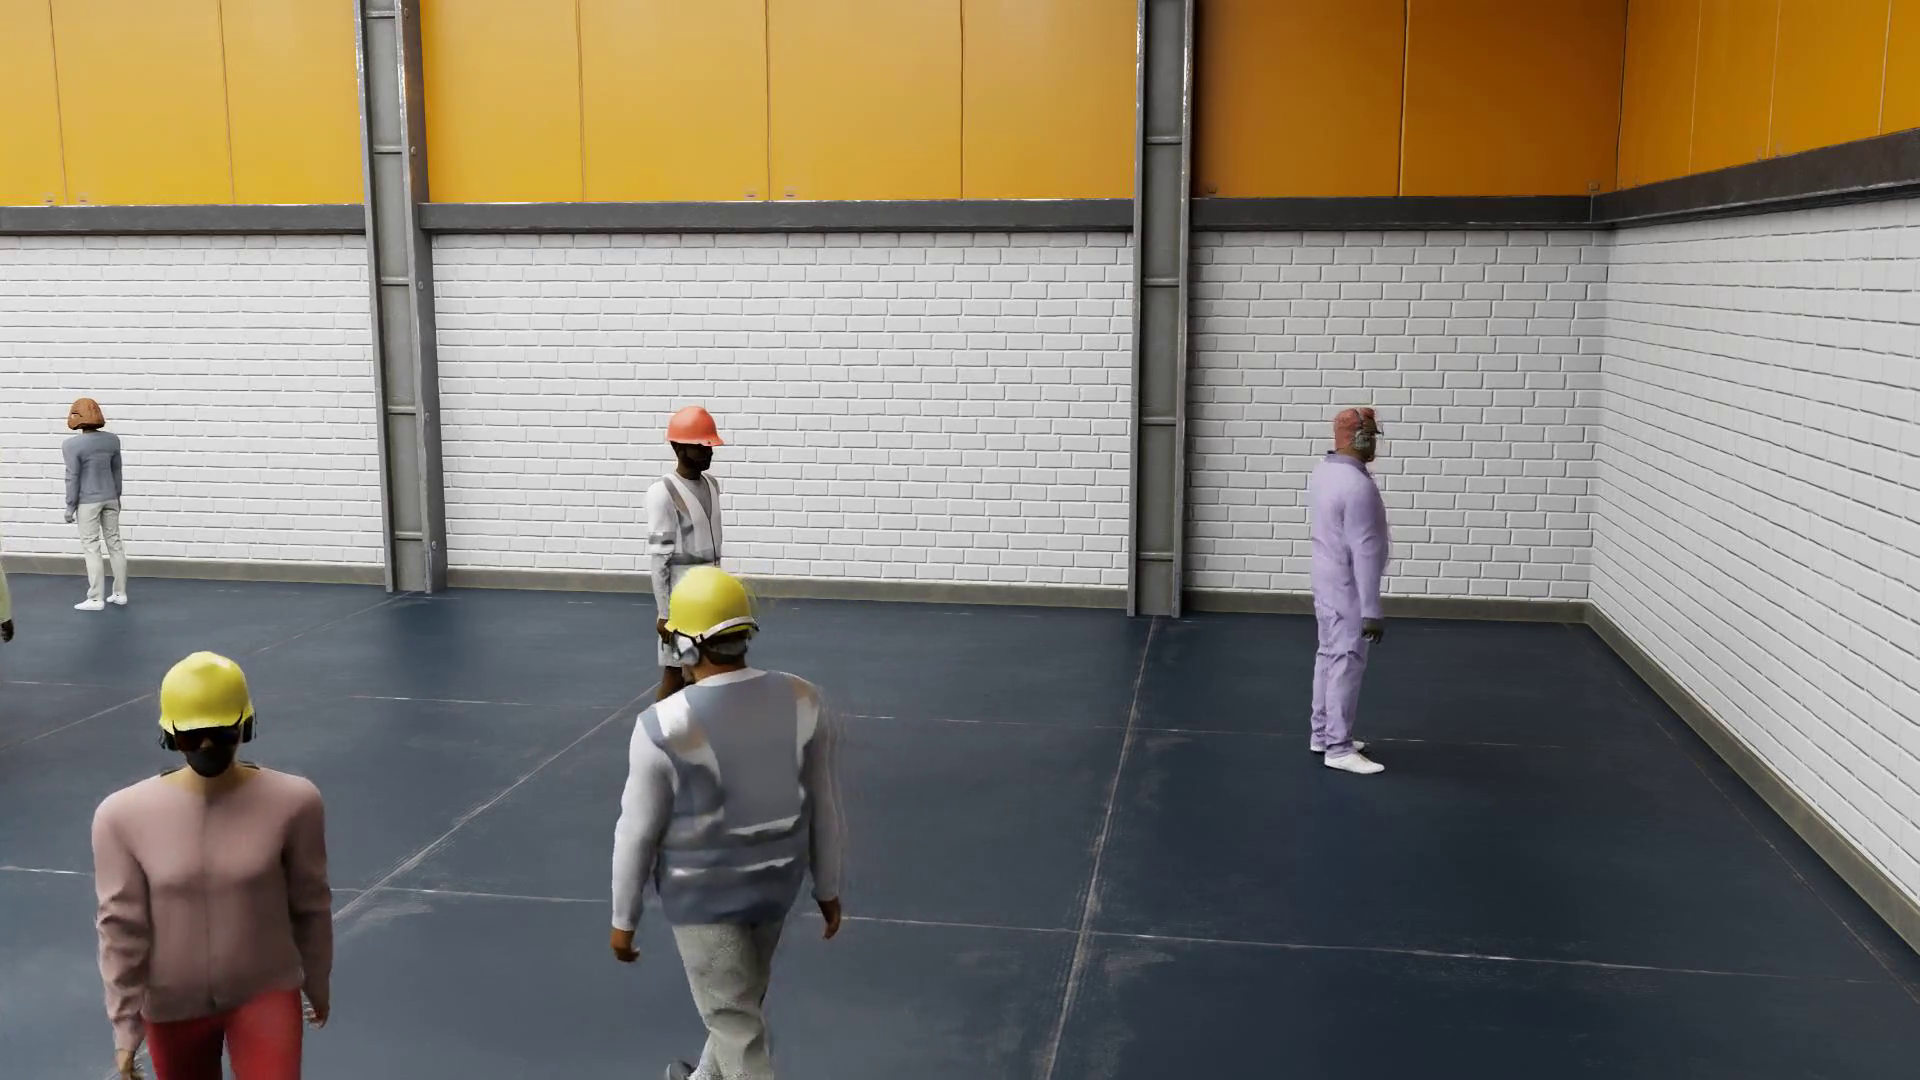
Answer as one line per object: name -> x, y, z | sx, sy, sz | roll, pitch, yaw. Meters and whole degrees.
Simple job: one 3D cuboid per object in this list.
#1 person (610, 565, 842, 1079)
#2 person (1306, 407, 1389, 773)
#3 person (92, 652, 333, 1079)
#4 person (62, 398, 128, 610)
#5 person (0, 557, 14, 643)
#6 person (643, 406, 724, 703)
person -> -0.715, 0.957, 4.698 | 0.620, 1.788, 0.889 | -8, 12, -40
person -> 2.031, 0.259, 8.700 | 0.403, 1.902, 0.703 | -1, 9, -5
person -> -1.811, 1.090, 4.093 | 0.513, 1.723, 0.912 | -4, 10, -21
person -> -6.670, -0.278, 12.814 | 0.279, 1.633, 0.499 | 4, 10, 21
person -> -5.179, 0.363, 8.445 | 0.633, 1.779, 0.949 | -3, 10, -19
person -> -1.333, 0.292, 8.364 | 0.375, 1.935, 0.550 | 4, 10, 24
